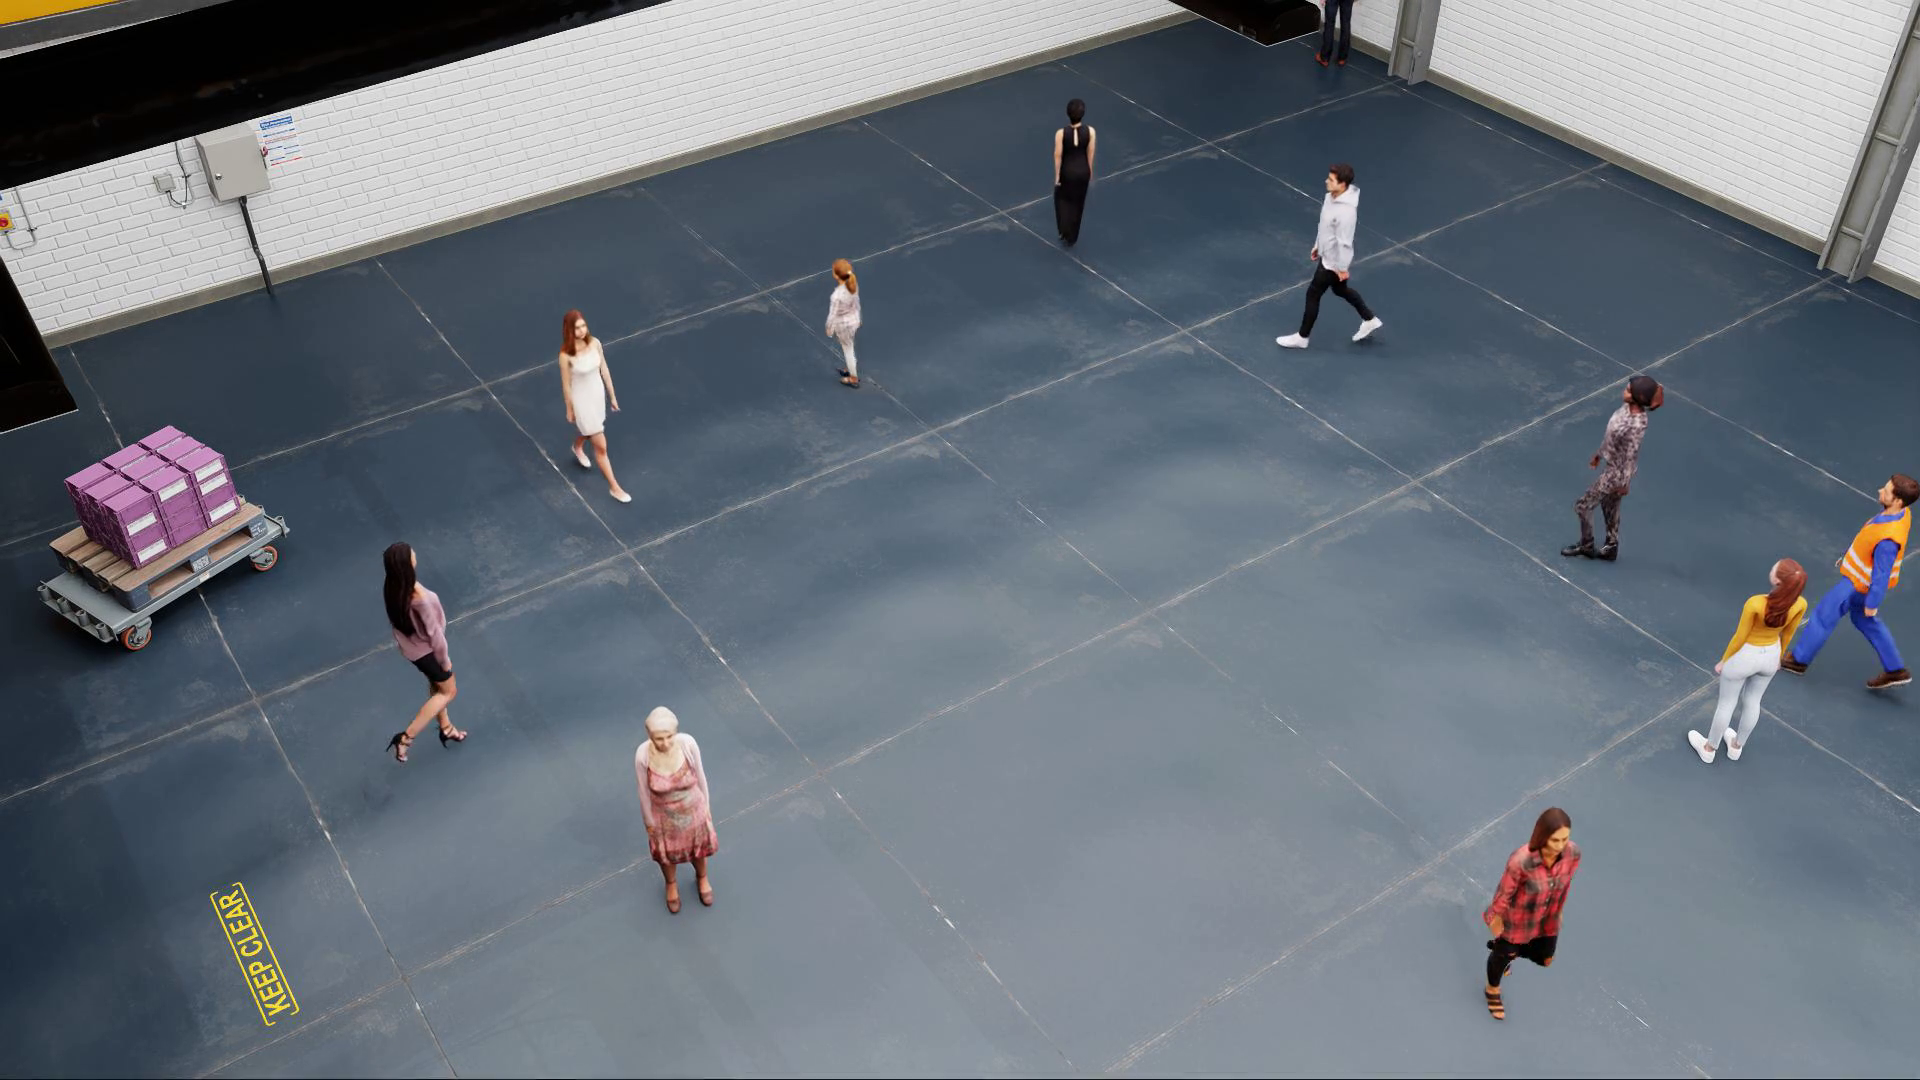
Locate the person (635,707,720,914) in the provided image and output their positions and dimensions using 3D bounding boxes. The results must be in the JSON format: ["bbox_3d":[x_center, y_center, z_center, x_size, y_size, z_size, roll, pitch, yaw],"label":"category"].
[{"bbox_3d":[-1.746,1.633,10.231,0.652,1.690,0.649,-14,41,-17],"label":"person"}]

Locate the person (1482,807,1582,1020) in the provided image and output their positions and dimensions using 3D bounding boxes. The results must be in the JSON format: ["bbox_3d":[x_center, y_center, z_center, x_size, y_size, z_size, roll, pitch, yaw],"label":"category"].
[{"bbox_3d":[3.249,2.104,9.638,0.750,1.694,0.801,-8,39,-9],"label":"person"}]

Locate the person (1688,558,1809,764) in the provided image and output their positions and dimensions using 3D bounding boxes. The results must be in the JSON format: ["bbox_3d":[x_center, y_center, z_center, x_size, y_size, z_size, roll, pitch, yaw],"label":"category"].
[{"bbox_3d":[5.342,0.815,11.207,0.696,1.750,0.727,-2,39,-2],"label":"person"}]

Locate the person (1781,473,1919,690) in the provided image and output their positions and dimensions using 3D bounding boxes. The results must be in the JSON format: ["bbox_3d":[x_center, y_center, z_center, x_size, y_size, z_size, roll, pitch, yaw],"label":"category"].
[{"bbox_3d":[6.485,0.336,11.741,1.280,1.832,0.979,22,44,25],"label":"person"}]

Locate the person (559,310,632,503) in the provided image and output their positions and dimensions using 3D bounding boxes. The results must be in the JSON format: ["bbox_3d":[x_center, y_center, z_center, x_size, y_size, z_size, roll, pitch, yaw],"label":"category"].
[{"bbox_3d":[-3.118,-1.177,13.764,0.694,1.672,1.180,-31,48,-33],"label":"person"}]

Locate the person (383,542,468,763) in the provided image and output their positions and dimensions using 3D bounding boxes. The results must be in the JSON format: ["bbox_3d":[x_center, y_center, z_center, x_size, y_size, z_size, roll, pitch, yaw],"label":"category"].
[{"bbox_3d":[-3.665,0.814,11.172,0.856,1.796,0.800,29,47,31],"label":"person"}]

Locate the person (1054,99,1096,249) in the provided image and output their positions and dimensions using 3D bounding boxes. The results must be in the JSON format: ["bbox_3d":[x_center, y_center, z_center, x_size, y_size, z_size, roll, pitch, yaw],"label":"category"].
[{"bbox_3d":[1.172,-3.703,16.991,0.675,1.592,0.699,-3,39,-4],"label":"person"}]

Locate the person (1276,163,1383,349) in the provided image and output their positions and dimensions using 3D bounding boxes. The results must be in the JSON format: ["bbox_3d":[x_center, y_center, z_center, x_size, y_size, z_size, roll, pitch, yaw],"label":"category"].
[{"bbox_3d":[3.561,-2.609,15.384,1.199,1.888,1.250,1,39,1],"label":"person"}]

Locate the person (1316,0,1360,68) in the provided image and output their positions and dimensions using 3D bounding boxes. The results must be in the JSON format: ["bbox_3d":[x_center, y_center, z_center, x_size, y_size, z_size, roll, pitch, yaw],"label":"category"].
[{"bbox_3d":[4.736,-6.800,20.712,0.728,1.789,0.734,-2,39,-3],"label":"person"}]

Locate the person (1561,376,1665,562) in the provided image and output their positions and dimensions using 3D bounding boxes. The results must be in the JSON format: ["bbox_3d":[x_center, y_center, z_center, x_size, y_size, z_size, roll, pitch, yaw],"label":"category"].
[{"bbox_3d":[5.188,-0.521,12.921,0.813,1.699,0.751,9,39,11],"label":"person"}]

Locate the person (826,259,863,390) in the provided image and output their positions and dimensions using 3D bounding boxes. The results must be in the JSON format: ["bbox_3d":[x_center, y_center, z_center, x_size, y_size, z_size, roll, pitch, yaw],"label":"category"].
[{"bbox_3d":[-0.971,-1.927,14.999,0.638,1.303,0.622,23,44,26],"label":"person"}]
